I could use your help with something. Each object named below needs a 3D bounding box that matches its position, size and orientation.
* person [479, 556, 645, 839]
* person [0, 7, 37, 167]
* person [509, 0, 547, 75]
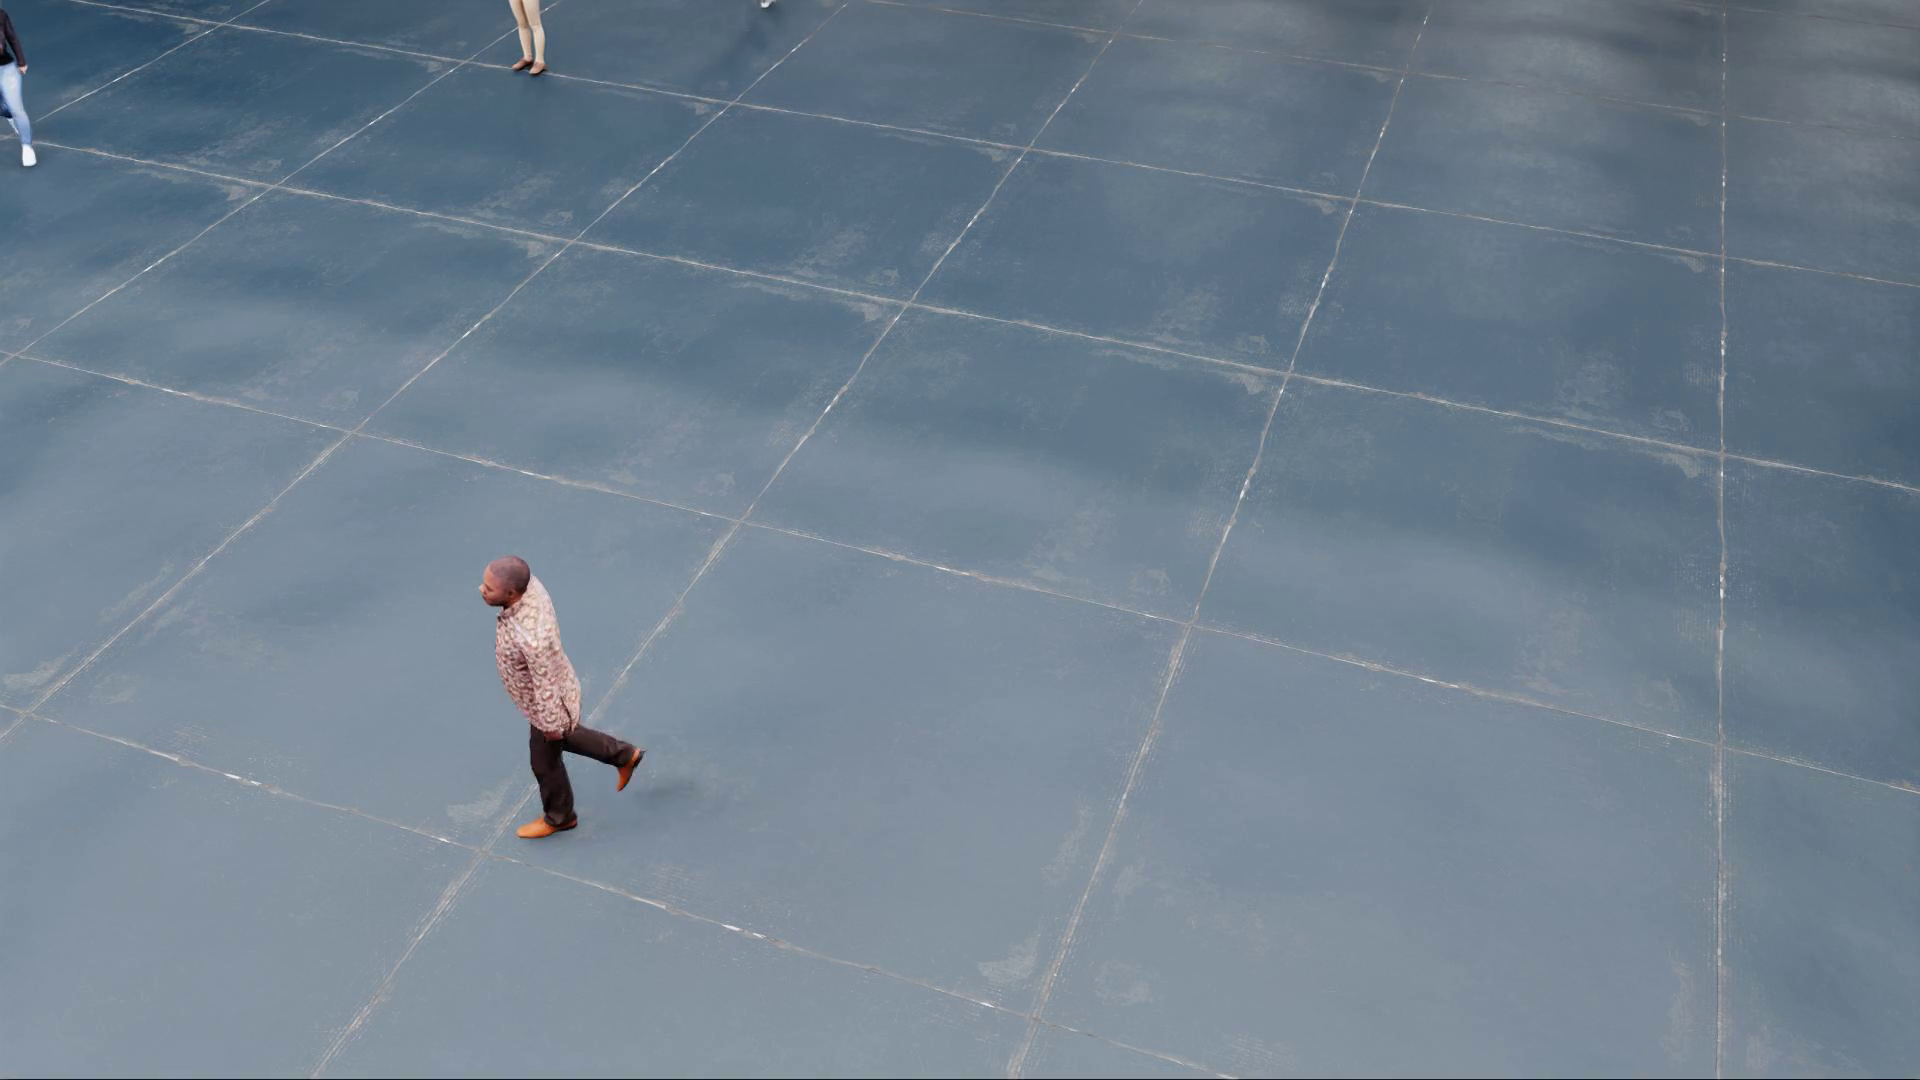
[{"bbox_3d":[-1.969,0.752,8.250,1.038,1.785,1.024,-10,39,-12],"label":"person"},{"bbox_3d":[-8.494,-4.152,14.655,0.964,1.615,1.058,-13,40,-16],"label":"person"},{"bbox_3d":[-4.269,-5.429,16.257,0.646,1.653,0.579,13,40,16],"label":"person"}]
